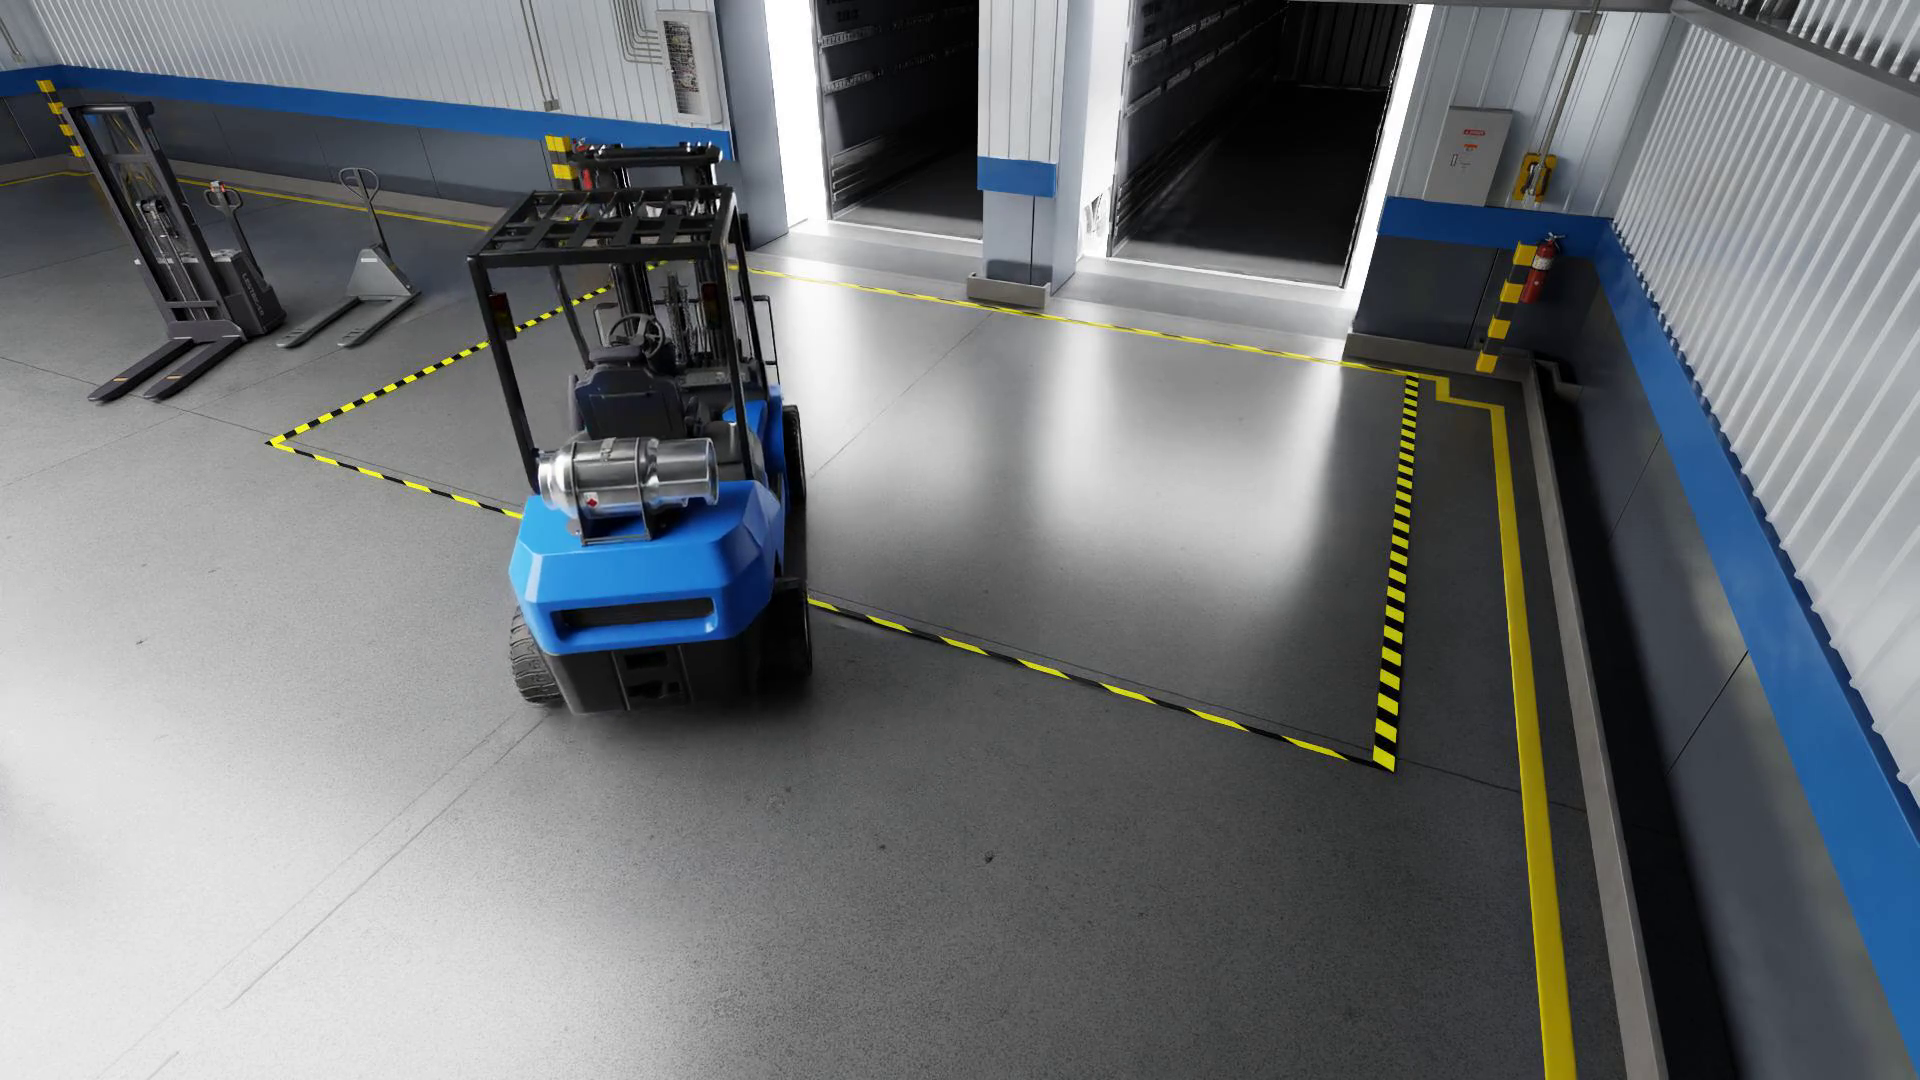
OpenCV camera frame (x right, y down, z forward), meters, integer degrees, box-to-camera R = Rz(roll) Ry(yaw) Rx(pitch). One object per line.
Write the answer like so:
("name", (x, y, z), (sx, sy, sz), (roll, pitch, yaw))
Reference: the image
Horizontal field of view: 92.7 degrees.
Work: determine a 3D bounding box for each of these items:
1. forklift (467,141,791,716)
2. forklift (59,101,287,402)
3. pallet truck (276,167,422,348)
("forklift", (-1.568, -0.734, 4.760), (1.157, 2.036, 2.680), (-5, 35, -7))
("forklift", (-6.686, -2.387, 7.434), (0.823, 1.965, 1.885), (-3, 35, -5))
("pallet truck", (-5.732, -2.611, 8.414), (0.680, 1.201, 1.601), (-1, 35, -1))
